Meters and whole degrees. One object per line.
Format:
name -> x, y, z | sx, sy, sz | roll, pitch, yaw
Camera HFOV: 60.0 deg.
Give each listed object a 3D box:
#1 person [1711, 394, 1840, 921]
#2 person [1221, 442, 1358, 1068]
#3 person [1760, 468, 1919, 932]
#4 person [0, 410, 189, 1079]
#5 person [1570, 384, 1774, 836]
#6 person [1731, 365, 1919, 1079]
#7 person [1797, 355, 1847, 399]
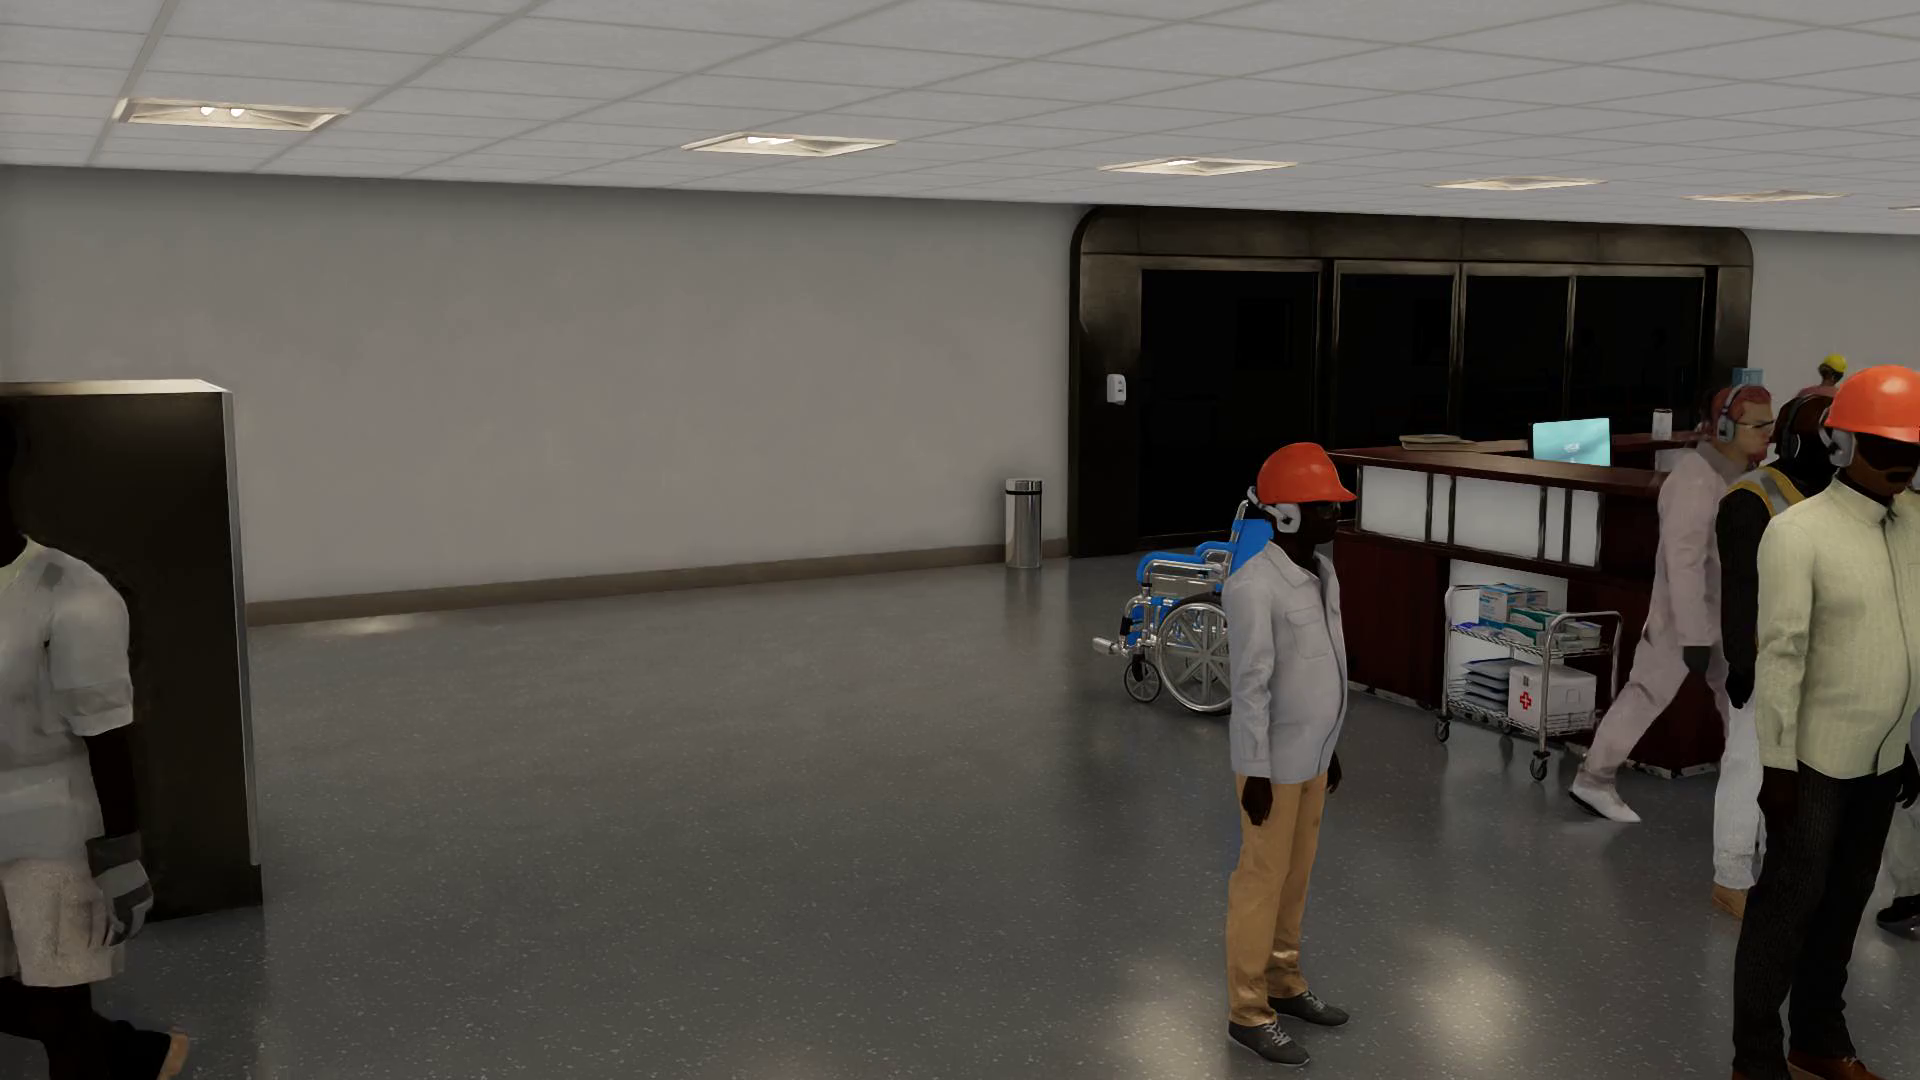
person -> 2.911, 0.413, 5.812 | 0.634, 1.841, 0.429 | -4, 9, -28
person -> 0.955, 0.595, 4.787 | 0.321, 1.755, 0.566 | 5, 9, 34
person -> 3.206, 0.441, 5.815 | 0.598, 1.798, 0.844 | -4, 9, -25
person -> -2.048, 0.646, 3.792 | 0.698, 1.942, 0.600 | 3, 8, 21
person -> 2.961, 0.300, 6.630 | 0.659, 1.848, 1.054 | -6, 10, -37
person -> 2.303, 0.542, 4.326 | 0.621, 1.990, 0.396 | -5, 9, -30
person -> 8.197, -0.902, 15.789 | 0.530, 1.703, 0.926 | 7, 11, 43
